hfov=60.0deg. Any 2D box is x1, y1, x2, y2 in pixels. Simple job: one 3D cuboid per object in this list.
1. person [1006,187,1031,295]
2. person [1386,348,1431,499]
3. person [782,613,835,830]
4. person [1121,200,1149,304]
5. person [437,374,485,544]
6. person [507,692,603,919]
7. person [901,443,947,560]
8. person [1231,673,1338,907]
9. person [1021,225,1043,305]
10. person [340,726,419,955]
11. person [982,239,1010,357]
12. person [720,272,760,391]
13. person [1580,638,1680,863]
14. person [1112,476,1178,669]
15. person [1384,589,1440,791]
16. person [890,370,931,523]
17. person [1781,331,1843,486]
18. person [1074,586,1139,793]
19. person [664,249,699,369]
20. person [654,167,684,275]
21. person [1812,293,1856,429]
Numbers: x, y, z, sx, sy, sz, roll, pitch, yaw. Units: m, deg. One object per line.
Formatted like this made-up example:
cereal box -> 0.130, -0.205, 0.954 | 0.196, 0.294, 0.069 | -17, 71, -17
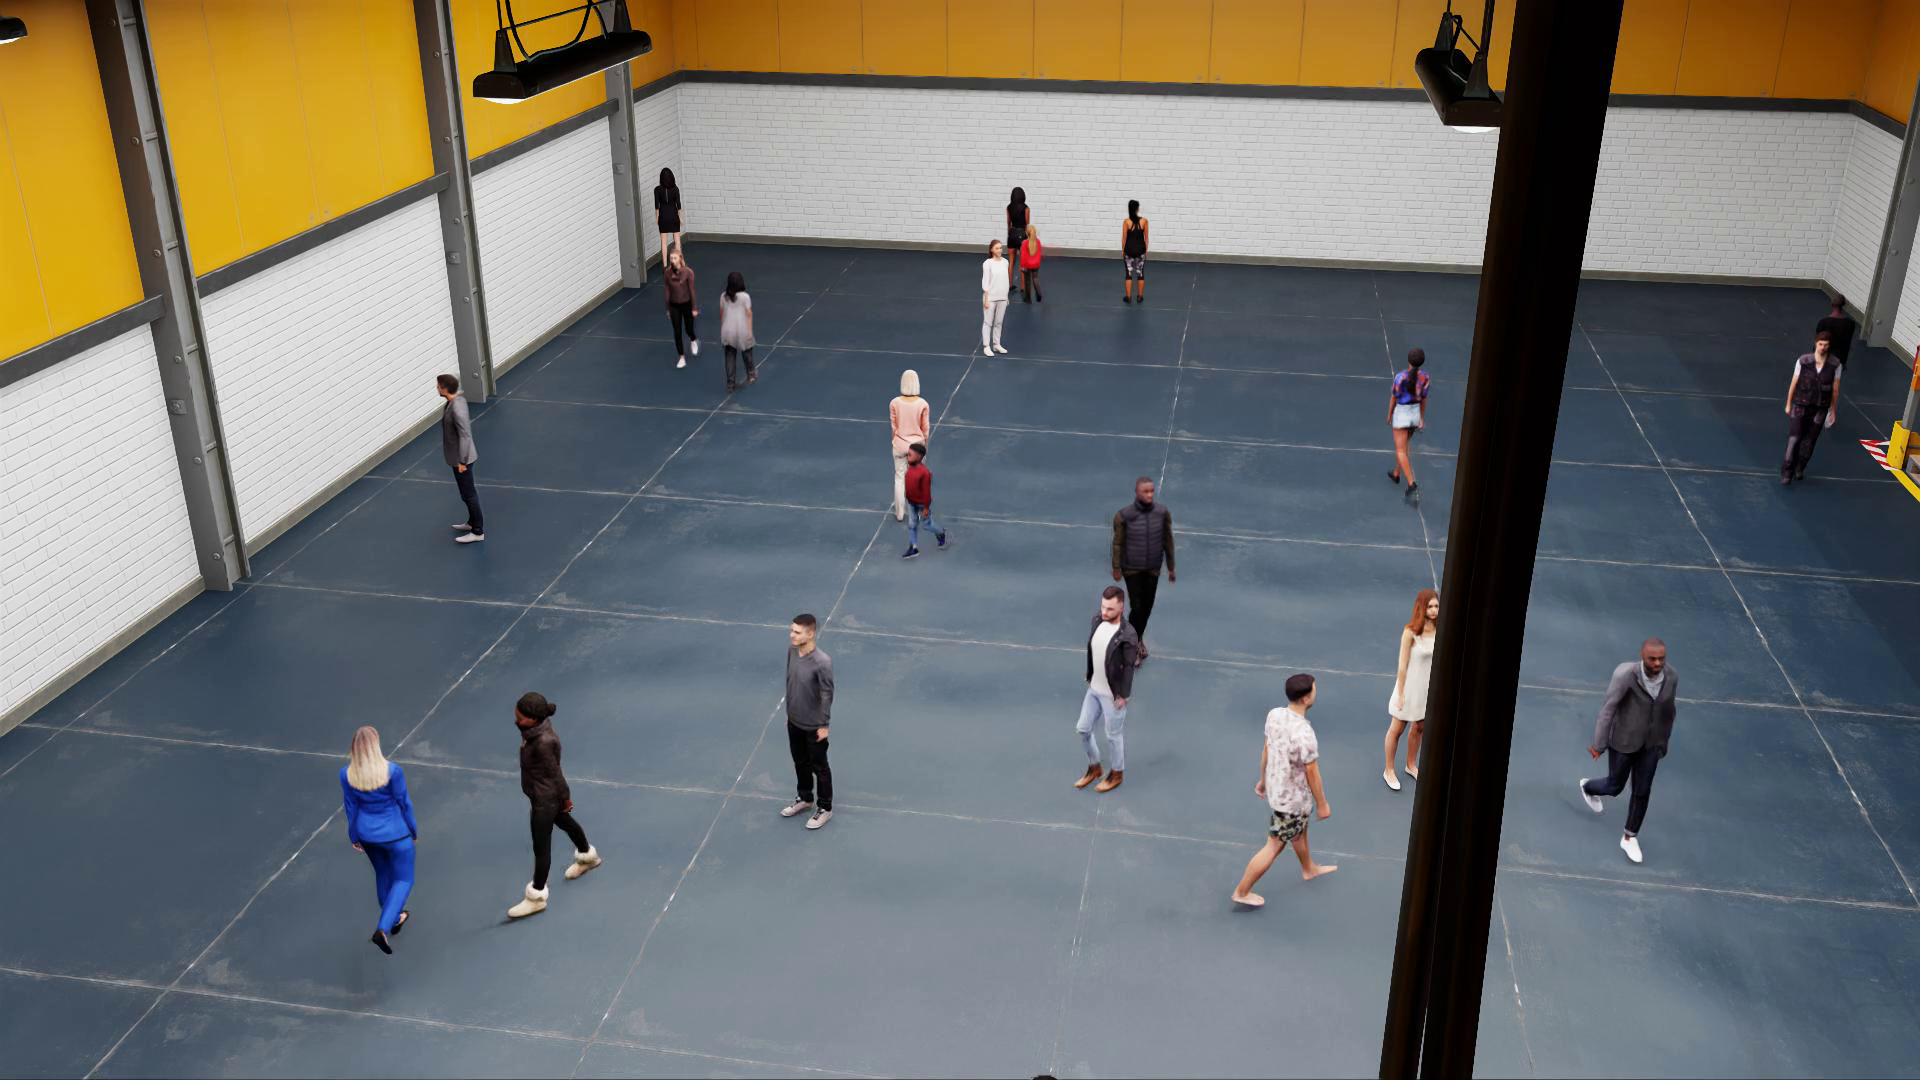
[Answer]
person -> 0.948, -4.901, 27.168 | 0.657, 1.740, 0.648 | 15, 28, 30
person -> 5.137, -1.325, 19.031 | 0.886, 1.706, 1.197 | -6, 24, -12
person -> -1.165, 1.367, 12.803 | 0.698, 1.761, 0.705 | 19, 30, 37
person -> 2.805, -4.648, 26.686 | 0.616, 1.662, 0.570 | -1, 24, -2
person -> -5.351, -0.897, 17.845 | 0.836, 1.871, 0.702 | -7, 25, -17
person -> -3.090, 1.854, 11.823 | 1.022, 1.653, 1.022 | -21, 31, -39
person -> -0.382, -0.424, 17.555 | 0.758, 1.237, 0.871 | 21, 31, 40
person -> 2.259, 1.810, 11.768 | 1.058, 1.779, 1.191 | -7, 24, -15
person -> 1.166, -4.388, 26.573 | 0.669, 1.277, 0.750 | -10, 25, -21
person -> -3.935, 2.075, 11.284 | 0.655, 1.681, 0.919 | 2, 24, 4
person -> 0.504, -3.524, 24.083 | 0.680, 1.688, 0.739 | -16, 28, -31
person -> -3.058, -2.810, 22.593 | 0.645, 1.573, 0.924 | 5, 24, 11
person -> 5.026, 1.480, 12.511 | 0.921, 1.788, 1.111 | -3, 24, -6
person -> 1.652, 0.237, 15.320 | 0.850, 1.816, 0.880 | -7, 25, -16
person -> 3.649, 1.172, 13.311 | 0.645, 1.711, 0.671 | -8, 25, -17
person -> -0.561, -1.041, 18.357 | 0.609, 1.725, 0.550 | 1, 24, 3
person -> 9.952, -1.579, 19.458 | 0.751, 1.829, 0.928 | 8, 25, 17
person -> 1.248, 1.160, 13.203 | 0.836, 1.820, 0.785 | -17, 29, -34
person -> -3.927, -3.309, 23.592 | 0.651, 1.687, 0.904 | 2, 24, 6
person -> -4.950, -5.409, 28.253 | 0.656, 1.803, 0.598 | -3, 24, -7
person -> 11.038, -2.236, 21.085 | 0.672, 1.731, 0.960 | 7, 25, 15
